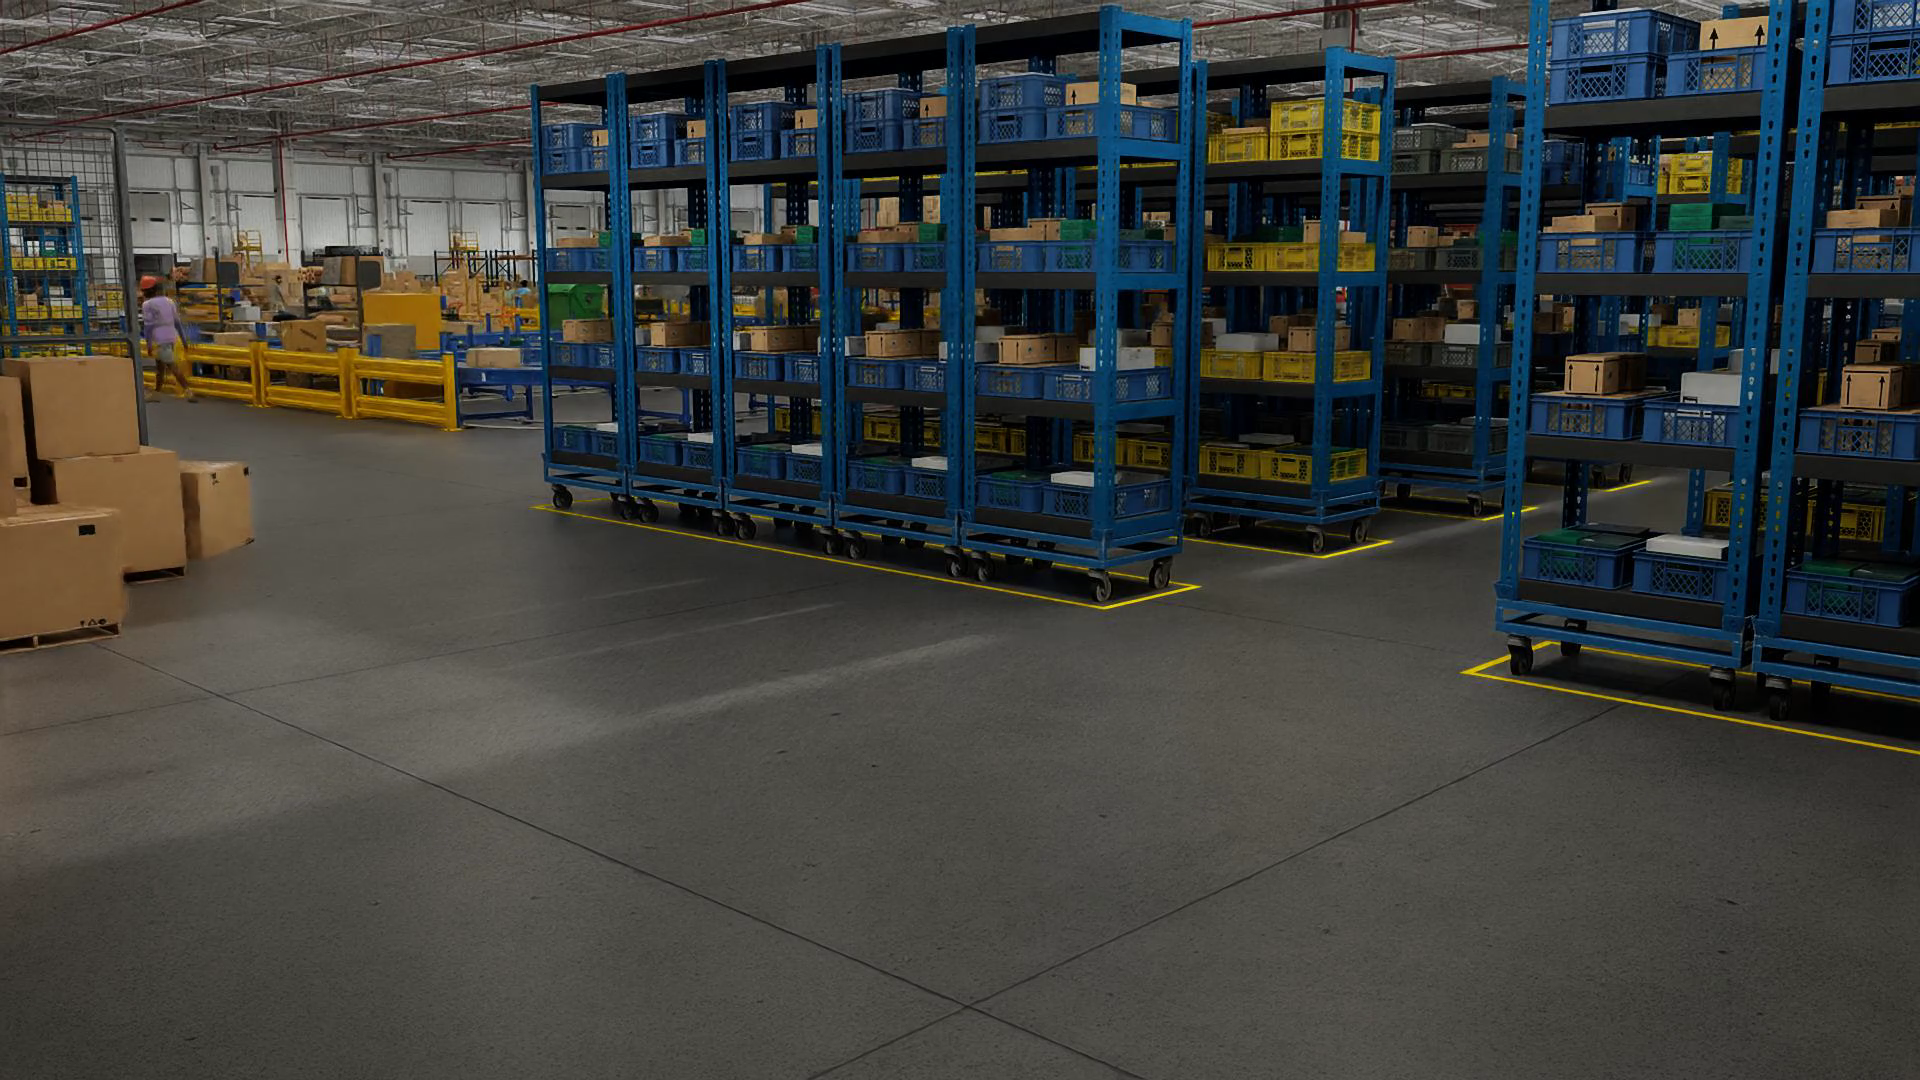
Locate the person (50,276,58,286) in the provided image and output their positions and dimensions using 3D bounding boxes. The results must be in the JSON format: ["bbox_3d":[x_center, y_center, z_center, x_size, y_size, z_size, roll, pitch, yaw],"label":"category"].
[{"bbox_3d":[-41.990,-11.346,76.850,0.945,1.797,0.639,3,10,19],"label":"person"}]

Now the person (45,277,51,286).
[{"bbox_3d":[-29.542,-7.672,54.184,0.778,1.838,0.518,-7,11,-36],"label":"person"}]

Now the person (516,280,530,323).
[{"bbox_3d":[-15.280,-8.270,58.275,0.536,1.695,0.321,1,9,3],"label":"person"}]

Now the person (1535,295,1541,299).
[{"bbox_3d":[15.358,-6.151,44.909,0.591,1.825,0.403,-1,9,-3],"label":"person"}]

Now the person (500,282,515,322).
[{"bbox_3d":[-16.034,-8.332,58.988,0.530,1.584,0.711,-5,11,-29],"label":"person"}]

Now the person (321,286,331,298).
[{"bbox_3d":[-23.960,-9.158,63.125,0.547,1.883,0.643,-6,11,-33],"label":"person"}]

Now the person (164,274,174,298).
[{"bbox_3d":[-38.621,-12.085,81.271,0.431,1.829,0.644,-2,10,-15],"label":"person"}]

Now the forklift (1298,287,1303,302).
[{"bbox_3d":[12.298,-8.852,58.215,1.129,2.768,1.873,-4,10,-22],"label":"forklift"}]

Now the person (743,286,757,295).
[{"bbox_3d":[-8.439,-9.976,67.680,0.688,2.000,0.536,2,9,12],"label":"person"}]

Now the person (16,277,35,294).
[{"bbox_3d":[-29.789,-7.538,53.098,0.398,1.928,0.541,9,13,44],"label":"person"}]

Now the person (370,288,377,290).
[{"bbox_3d":[-21.128,-8.559,59.983,0.943,1.717,0.536,0,9,-3],"label":"person"}]

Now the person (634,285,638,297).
[{"bbox_3d":[-14.947,-11.200,75.783,0.974,1.835,0.608,4,10,25],"label":"person"}]

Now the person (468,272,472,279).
[{"bbox_3d":[-25.167,-12.715,84.896,0.530,1.904,0.630,-1,9,-3],"label":"person"}]

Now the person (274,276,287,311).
[{"bbox_3d":[-24.137,-8.474,59.137,0.964,1.827,0.538,-4,10,-21],"label":"person"}]

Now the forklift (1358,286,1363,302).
[{"bbox_3d":[11.100,-7.017,46.970,1.873,2.768,1.129,9,13,43],"label":"forklift"}]

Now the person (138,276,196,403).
[{"bbox_3d":[-12.242,-3.086,25.680,1.011,1.977,0.658,2,9,11],"label":"person"}]
